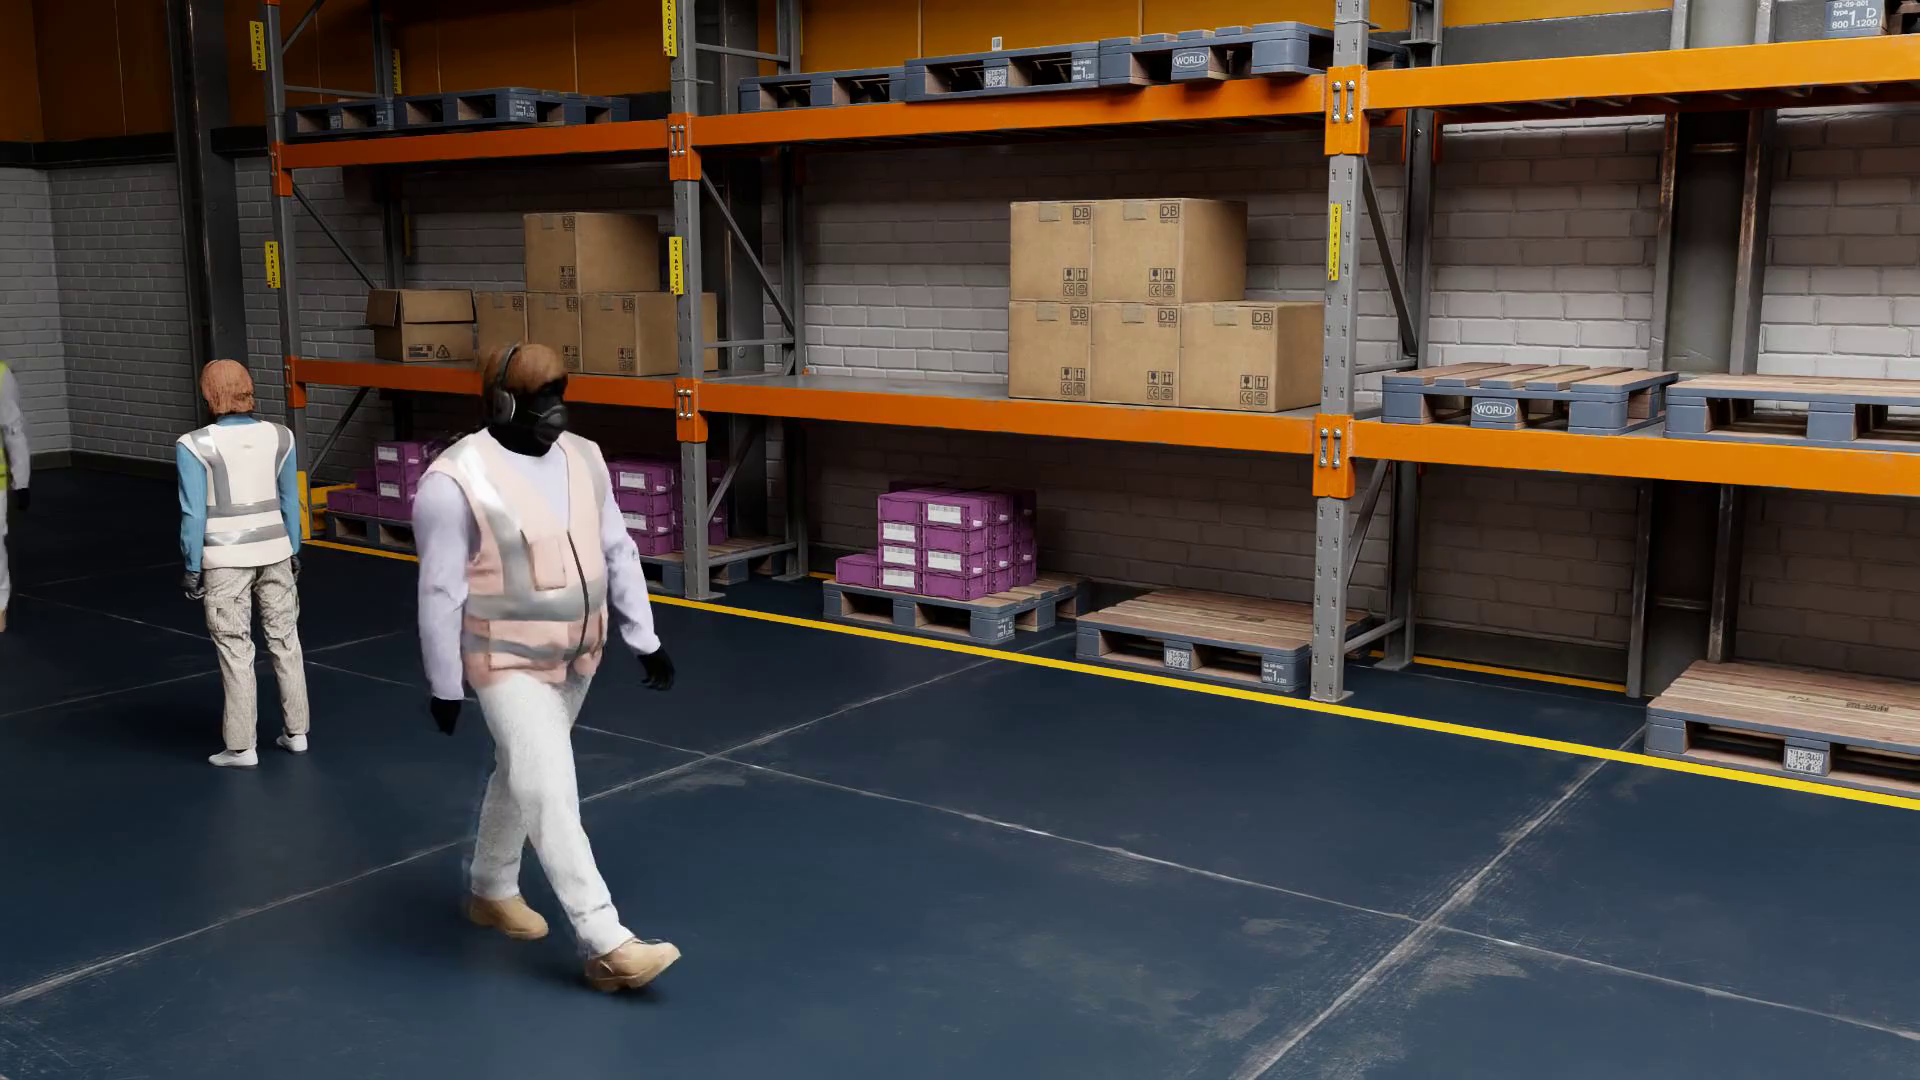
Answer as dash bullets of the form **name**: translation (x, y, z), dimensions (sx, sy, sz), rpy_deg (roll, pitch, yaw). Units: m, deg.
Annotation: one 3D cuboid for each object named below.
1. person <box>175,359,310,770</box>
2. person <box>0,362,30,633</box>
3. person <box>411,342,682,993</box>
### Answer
- **person**: translation (-2.862, 0.099, 6.651), dimensions (0.312, 1.636, 0.518), rpy_deg (7, 12, 35)
- **person**: translation (-5.207, -0.325, 8.688), dimensions (0.634, 1.808, 0.930), rpy_deg (-5, 11, -25)
- **person**: translation (-1.153, 0.345, 4.711), dimensions (0.976, 1.789, 0.642), rpy_deg (6, 11, 30)
